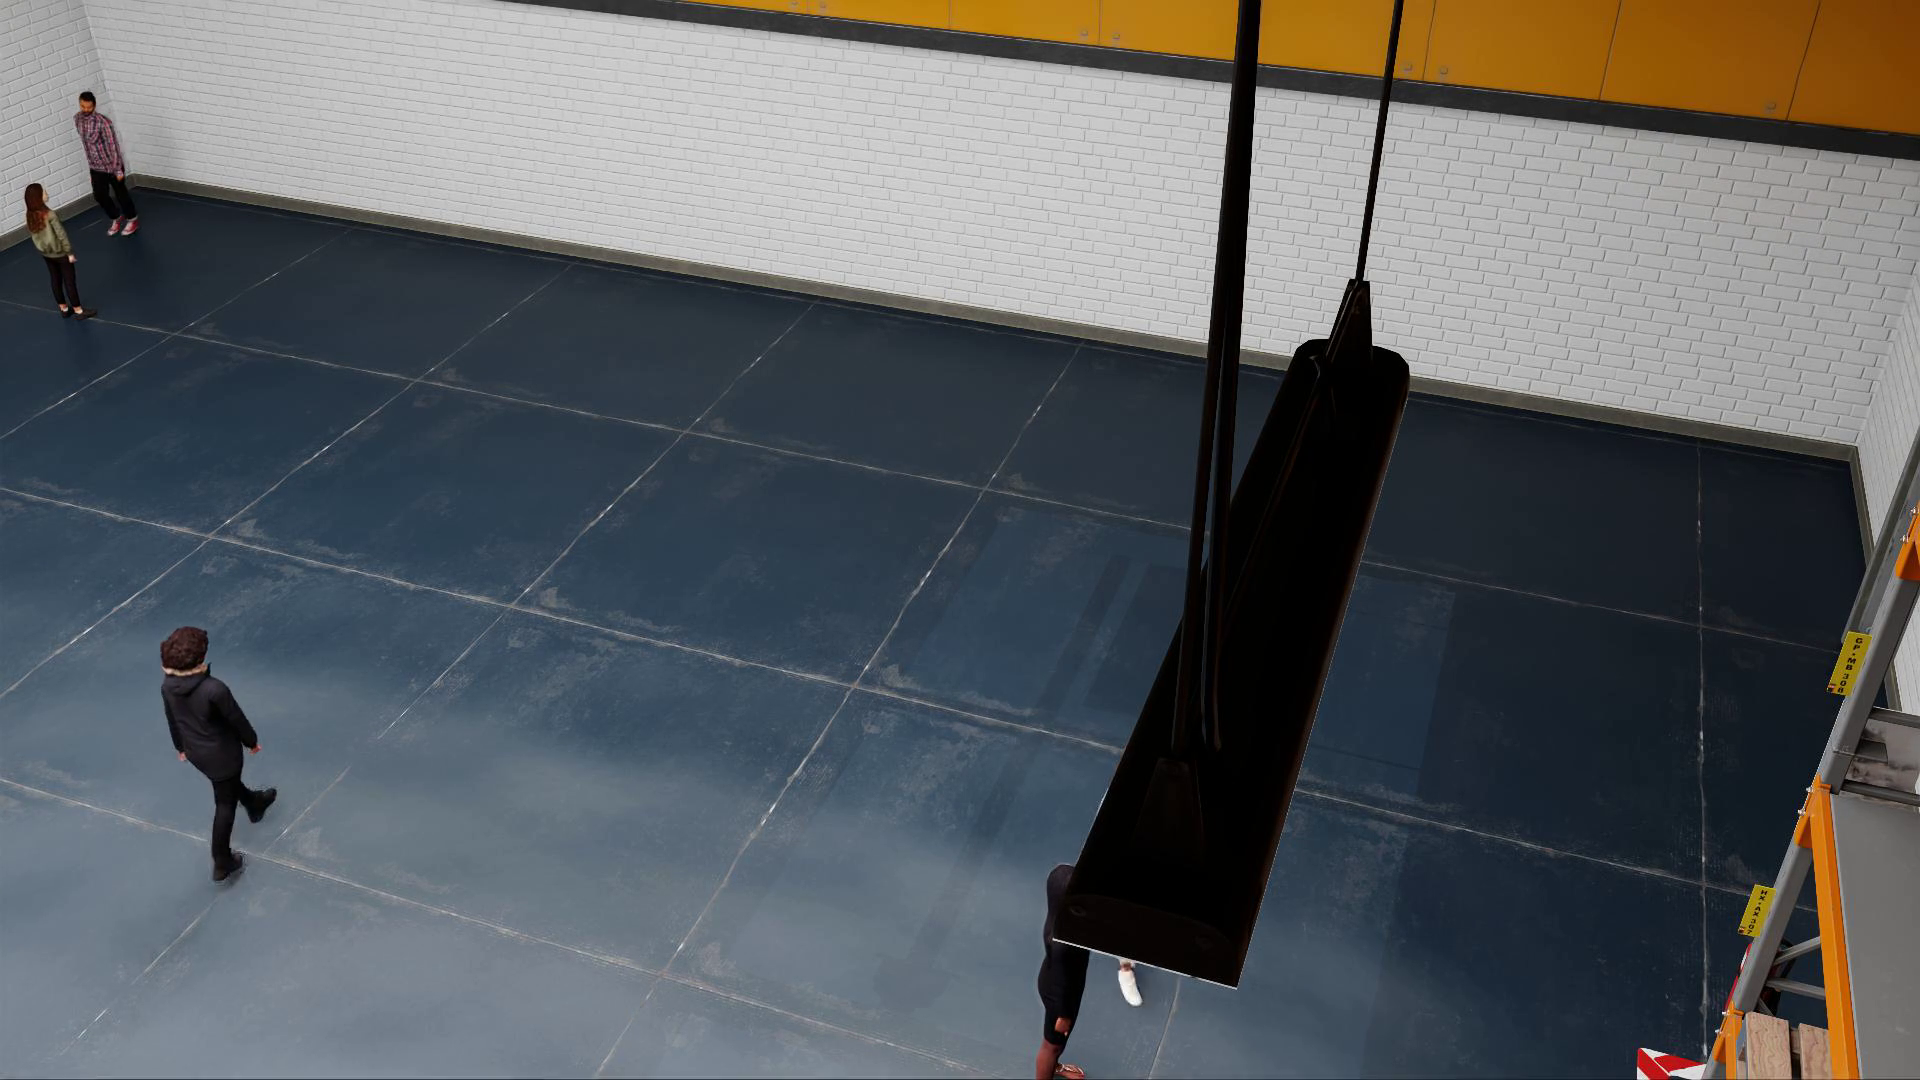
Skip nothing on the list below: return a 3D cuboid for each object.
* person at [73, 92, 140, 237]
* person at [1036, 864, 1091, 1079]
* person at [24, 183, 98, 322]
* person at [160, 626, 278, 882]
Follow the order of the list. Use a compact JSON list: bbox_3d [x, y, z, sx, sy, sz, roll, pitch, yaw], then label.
[{"bbox_3d":[-9.831,-4.349,19.160,0.753,1.726,0.696,14,36,19],"label":"person"},{"bbox_3d":[0.566,2.411,8.996,0.687,1.720,0.455,8,34,12],"label":"person"},{"bbox_3d":[-9.456,-3.010,17.373,0.579,1.475,0.507,13,36,18],"label":"person"},{"bbox_3d":[-4.761,1.377,10.532,0.727,1.741,1.136,7,34,10],"label":"person"}]
